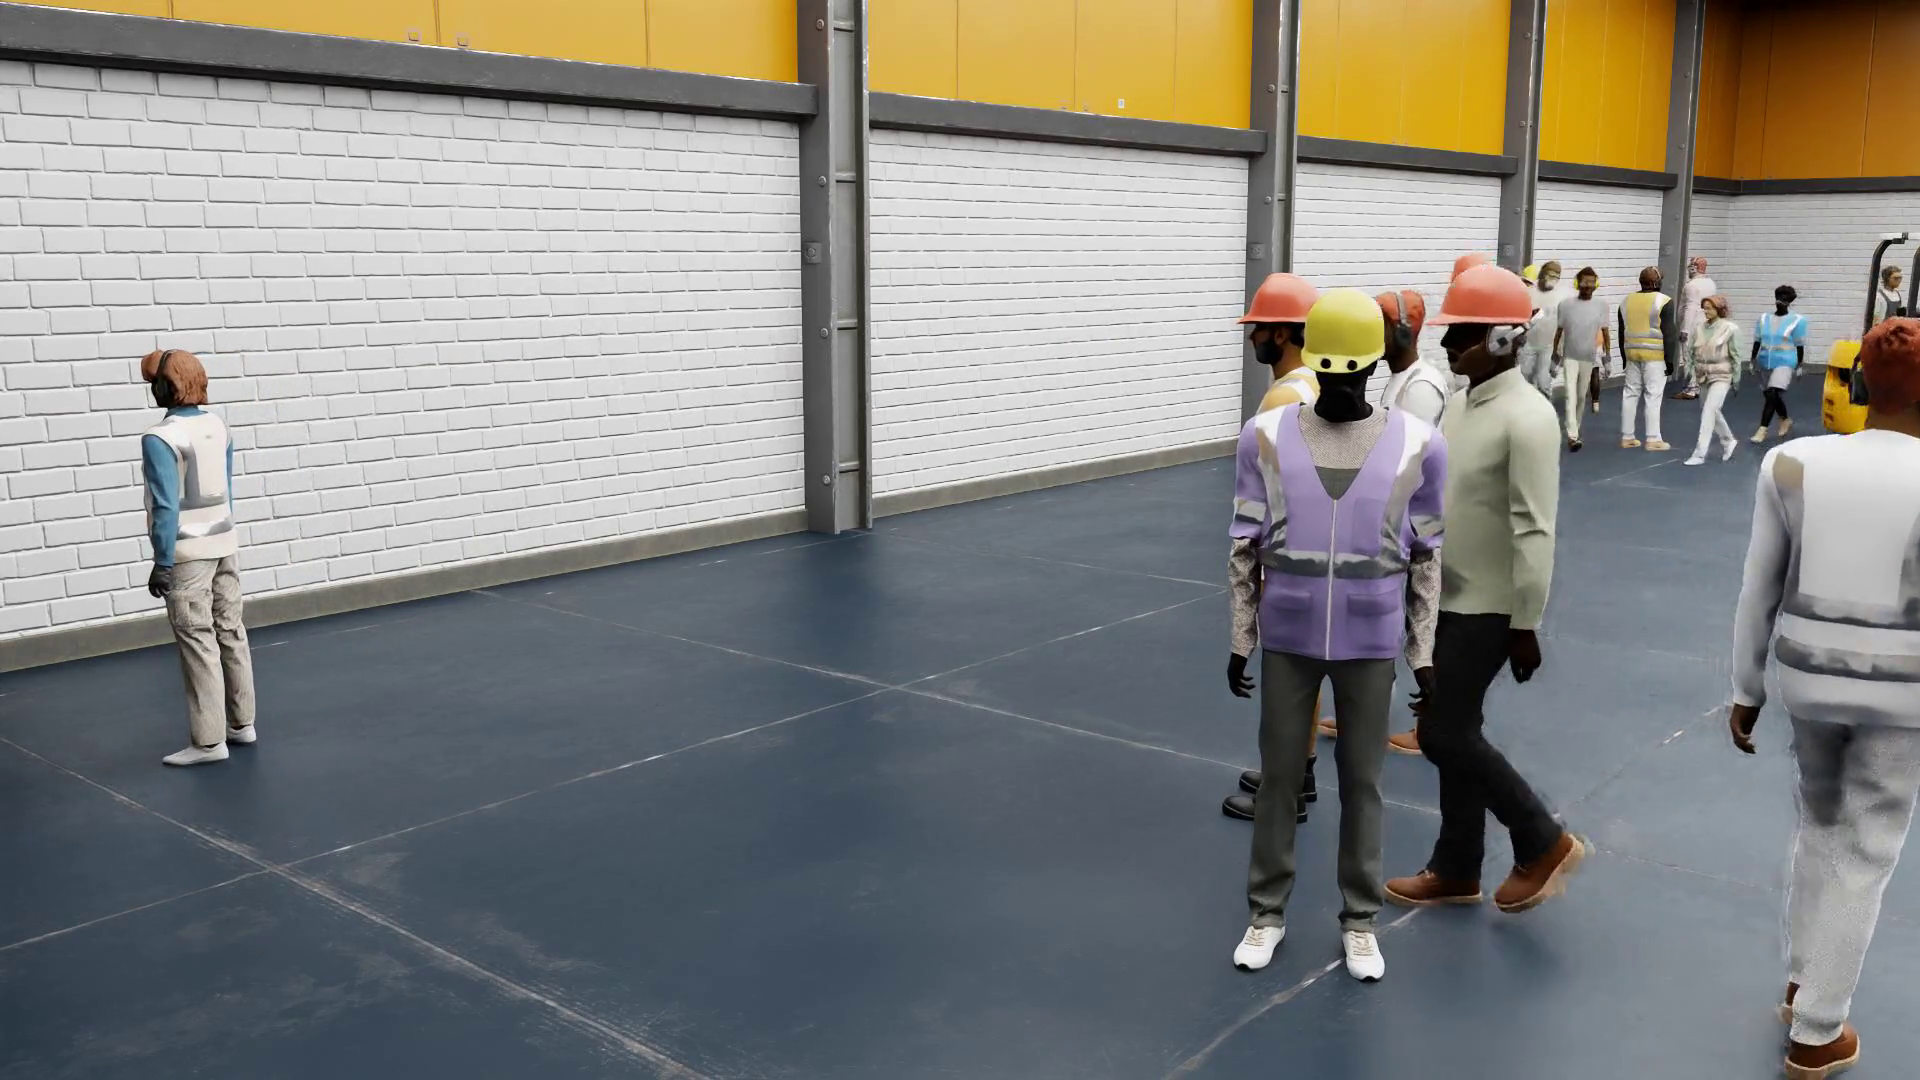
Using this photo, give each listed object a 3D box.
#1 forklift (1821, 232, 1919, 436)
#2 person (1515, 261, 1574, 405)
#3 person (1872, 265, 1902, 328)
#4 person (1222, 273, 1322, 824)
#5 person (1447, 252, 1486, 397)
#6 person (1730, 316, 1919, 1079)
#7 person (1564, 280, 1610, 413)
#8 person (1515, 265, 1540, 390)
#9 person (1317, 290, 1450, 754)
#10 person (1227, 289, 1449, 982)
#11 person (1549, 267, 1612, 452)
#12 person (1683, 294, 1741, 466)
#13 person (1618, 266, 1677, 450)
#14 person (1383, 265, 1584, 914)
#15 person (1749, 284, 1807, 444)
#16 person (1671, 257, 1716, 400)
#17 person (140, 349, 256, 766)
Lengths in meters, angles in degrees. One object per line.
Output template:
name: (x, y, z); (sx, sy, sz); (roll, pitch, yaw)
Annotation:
forklift: (9.955, -1.972, 16.595); (2.313, 2.155, 1.214); (1, 10, 8)
person: (6.173, -2.009, 17.685); (0.639, 1.905, 0.452); (6, 12, 31)
person: (11.596, -2.550, 20.984); (0.520, 1.820, 0.876); (-6, 12, -32)
person: (1.135, 0.035, 5.892); (0.360, 1.939, 0.543); (4, 11, 24)
person: (3.959, -1.231, 12.948); (0.582, 1.992, 0.657); (-3, 10, -17)
person: (2.263, 0.388, 4.094); (0.649, 1.858, 0.595); (-8, 13, -39)
person: (7.734, -2.416, 20.567); (0.538, 1.695, 0.320); (3, 10, 15)
person: (6.536, -2.240, 19.144); (0.404, 1.835, 0.589); (-4, 11, -23)
person: (1.713, -0.055, 6.640); (0.696, 1.858, 0.610); (0, 10, 0)
person: (1.030, 0.272, 4.609); (0.585, 1.917, 0.381); (3, 10, 14)
person: (6.232, -1.804, 16.686); (0.556, 1.826, 0.953); (2, 10, 11)
person: (7.135, -1.511, 15.662); (0.798, 1.603, 0.521); (-5, 11, -28)
person: (6.933, -1.826, 16.765); (0.429, 1.847, 0.627); (-6, 12, -32)
person: (1.567, 0.174, 4.998); (0.425, 1.982, 0.622); (0, 10, 0)
person: (8.594, -1.854, 17.411); (0.833, 1.657, 0.526); (-6, 12, -32)
person: (9.840, -2.837, 22.336); (0.654, 1.906, 0.406); (-9, 13, -41)
person: (-3.013, 0.070, 6.552); (0.311, 1.638, 0.523); (1, 10, 6)
